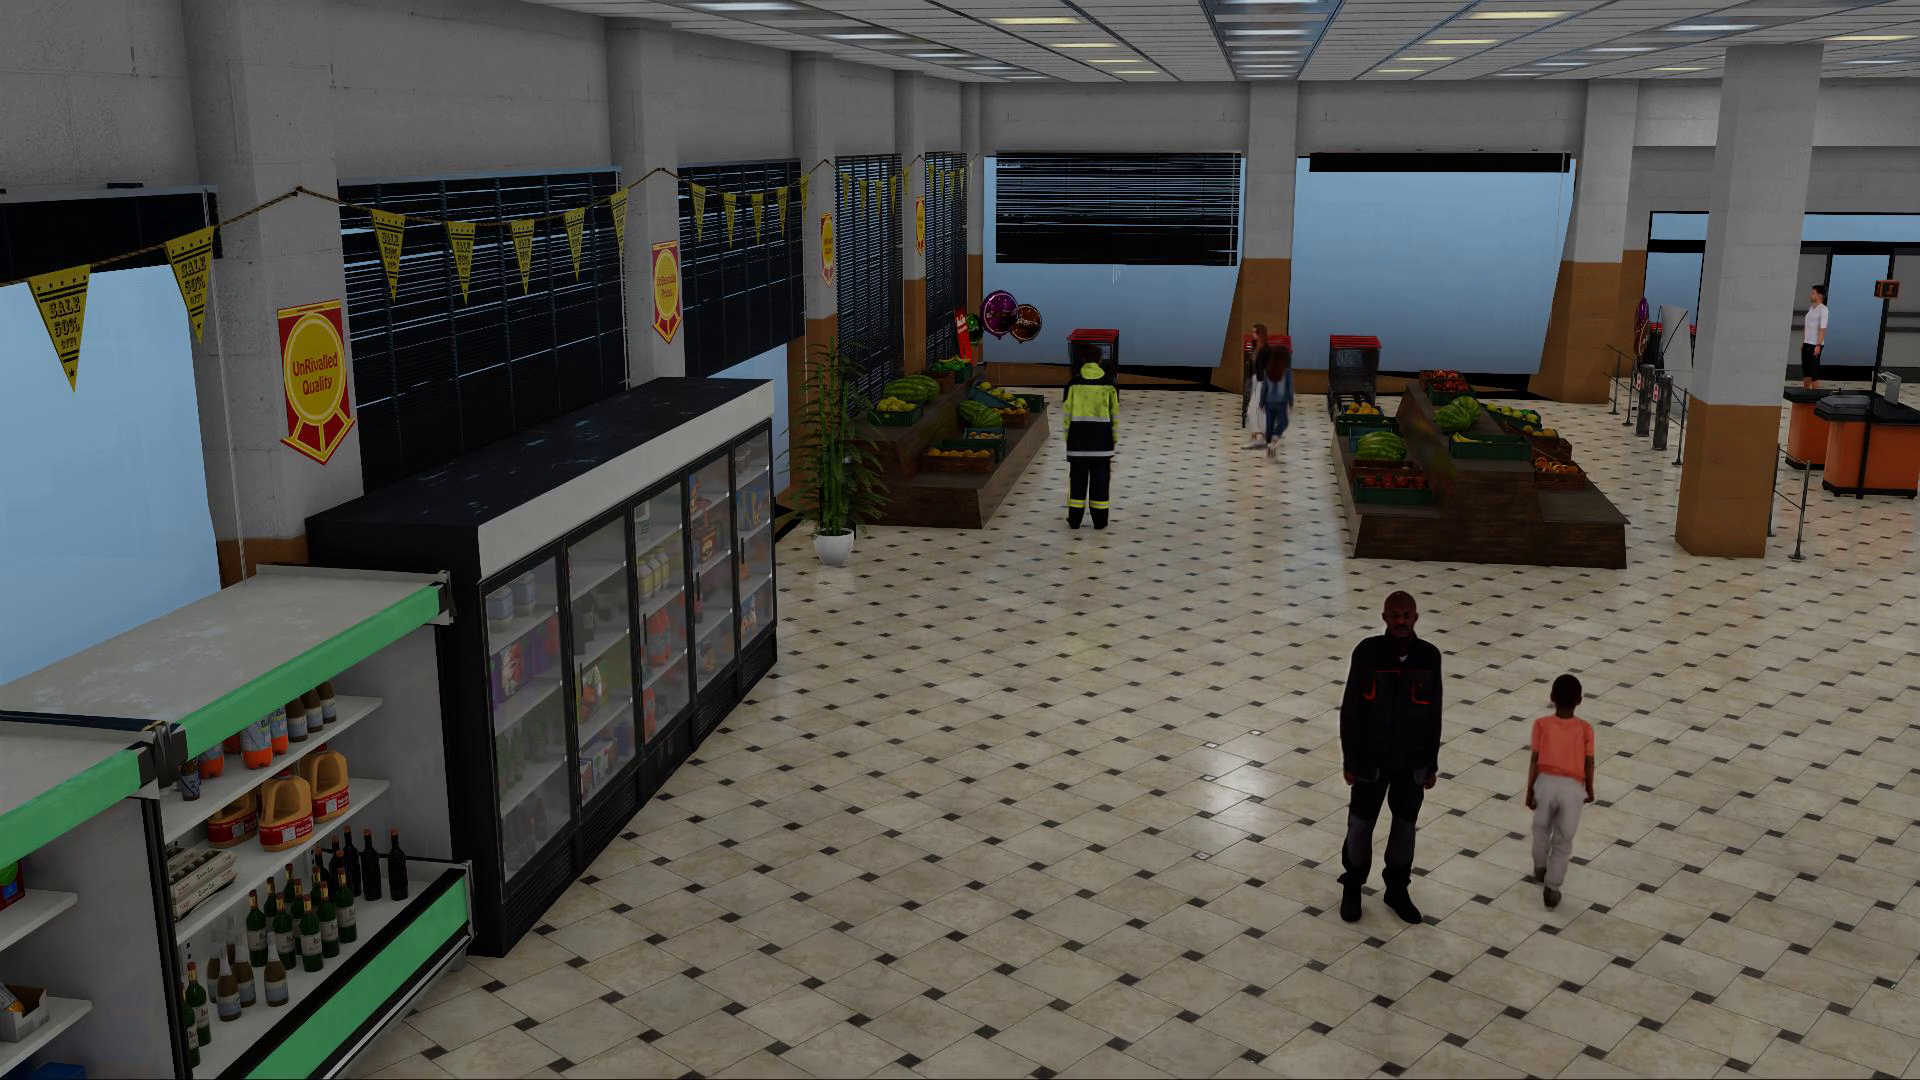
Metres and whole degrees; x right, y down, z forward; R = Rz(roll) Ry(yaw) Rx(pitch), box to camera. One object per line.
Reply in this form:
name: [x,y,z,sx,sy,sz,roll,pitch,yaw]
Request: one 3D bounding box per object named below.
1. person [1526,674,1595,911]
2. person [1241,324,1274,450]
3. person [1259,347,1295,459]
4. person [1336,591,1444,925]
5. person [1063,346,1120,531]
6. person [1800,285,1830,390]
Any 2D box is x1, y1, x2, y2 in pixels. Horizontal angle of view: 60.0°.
person: [3.265,1.388,9.078,0.618,1.295,0.778,8,16,30]
person: [4.143,-2.071,22.502,0.818,1.691,0.762,-3,14,-14]
person: [4.140,-1.779,21.766,0.711,1.470,0.764,6,15,22]
person: [2.319,1.143,8.963,0.721,1.825,0.622,0,14,2]
person: [1.400,-1.110,17.930,0.793,1.979,0.684,1,14,2]
person: [13.633,-3.140,26.569,0.772,1.851,0.543,0,14,0]
